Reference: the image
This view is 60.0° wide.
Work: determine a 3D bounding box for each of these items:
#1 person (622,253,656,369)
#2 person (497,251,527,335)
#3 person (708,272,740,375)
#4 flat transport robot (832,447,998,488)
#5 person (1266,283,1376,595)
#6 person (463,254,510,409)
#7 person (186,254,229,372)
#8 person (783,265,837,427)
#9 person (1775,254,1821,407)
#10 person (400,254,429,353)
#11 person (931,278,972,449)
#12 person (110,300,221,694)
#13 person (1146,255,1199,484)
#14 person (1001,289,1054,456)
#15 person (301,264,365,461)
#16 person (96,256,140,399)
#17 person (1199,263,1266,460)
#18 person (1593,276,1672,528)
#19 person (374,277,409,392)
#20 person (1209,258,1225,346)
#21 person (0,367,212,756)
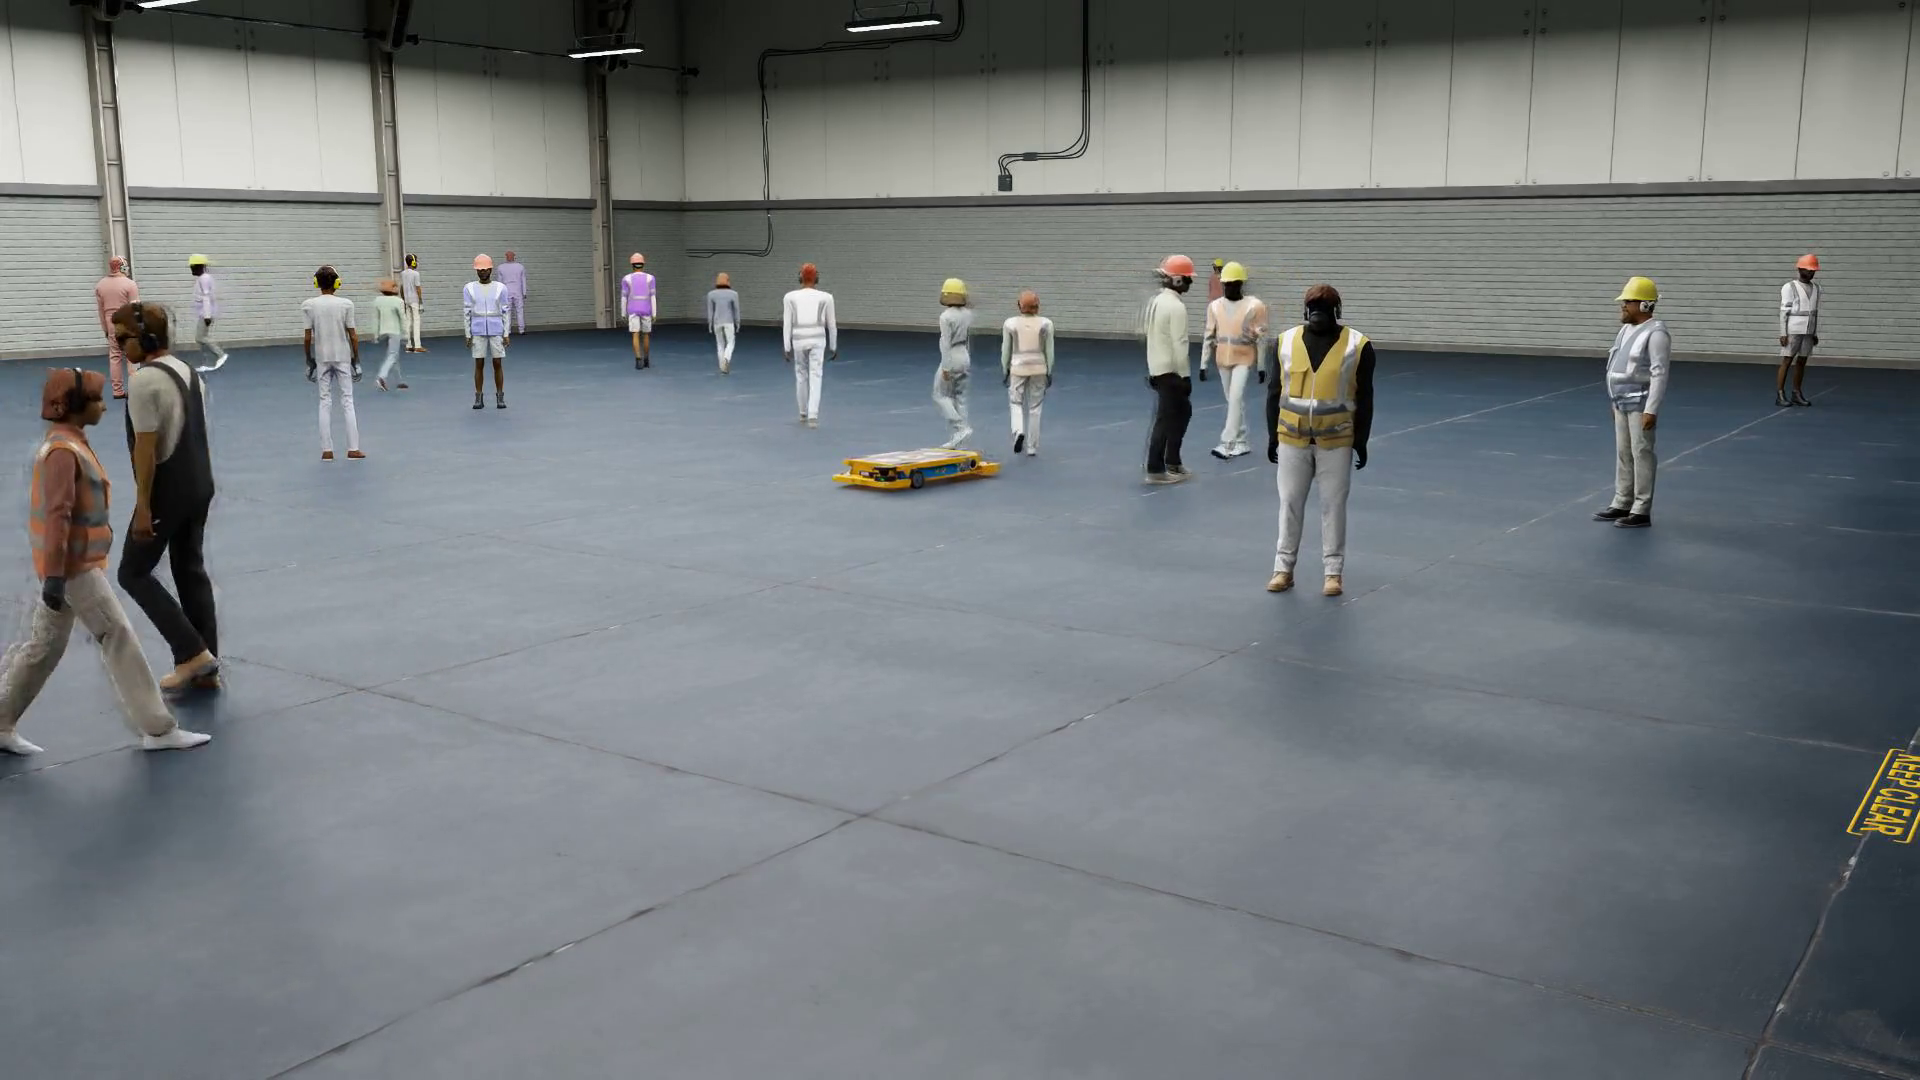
[{"bbox_3d":[-5.318,-3.790,27.582,0.554,1.934,0.574,-3,11,-16],"label":"person"},{"bbox_3d":[-10.129,-5.584,37.643,0.643,1.909,0.410,-3,10,-14],"label":"person"},{"bbox_3d":[-3.725,-3.389,26.152,0.507,1.621,0.570,1,10,5],"label":"person"},{"bbox_3d":[-0.381,-0.641,14.535,0.652,0.197,1.431,9,13,41],"label":"flat transport robot"},{"bbox_3d":[2.116,-0.592,9.864,0.620,1.845,0.430,4,11,22],"label":"person"},{"bbox_3d":[-5.944,-2.612,20.909,0.552,1.936,0.358,-3,10,-14],"label":"person"},{"bbox_3d":[-12.218,-3.669,26.902,0.455,1.908,0.604,-6,12,-29],"label":"person"},{"bbox_3d":[-1.709,-2.223,19.051,0.597,1.822,1.000,0,10,-1],"label":"person"},{"bbox_3d":[10.712,-2.659,21.180,0.552,1.932,0.377,-3,10,-14],"label":"person"},{"bbox_3d":[-10.439,-4.509,31.727,0.534,1.868,0.309,6,12,29],"label":"person"},{"bbox_3d":[-0.059,-1.757,16.707,0.398,1.731,0.488,9,13,40],"label":"person"},{"bbox_3d":[-3.618,-0.176,7.586,0.410,1.819,0.565,1,10,7],"label":"person"},{"bbox_3d":[1.893,-1.463,14.365,0.647,1.969,0.663,-1,10,-8],"label":"person"},{"bbox_3d":[0.660,-1.607,16.138,0.514,1.630,0.445,0,10,2],"label":"person"},{"bbox_3d":[-6.005,-1.690,15.930,0.521,1.874,0.327,-2,10,-10],"label":"person"},{"bbox_3d":[-11.142,-2.824,22.185,0.640,1.909,0.409,3,10,14],"label":"person"},{"bbox_3d":[2.582,-1.709,15.994,0.608,1.875,0.976,7,13,36],"label":"person"},{"bbox_3d":[4.947,-1.006,12.202,0.404,1.834,0.591,-1,10,-4],"label":"person"},{"bbox_3d":[-8.057,-2.900,23.464,0.510,1.605,0.790,4,11,20],"label":"person"},{"bbox_3d":[5.210,-4.802,33.654,0.308,1.769,0.525,-3,11,-17],"label":"person"},{"bbox_3d":[-3.593,0.101,6.701,0.863,1.589,0.536,-5,11,-25],"label":"person"}]
